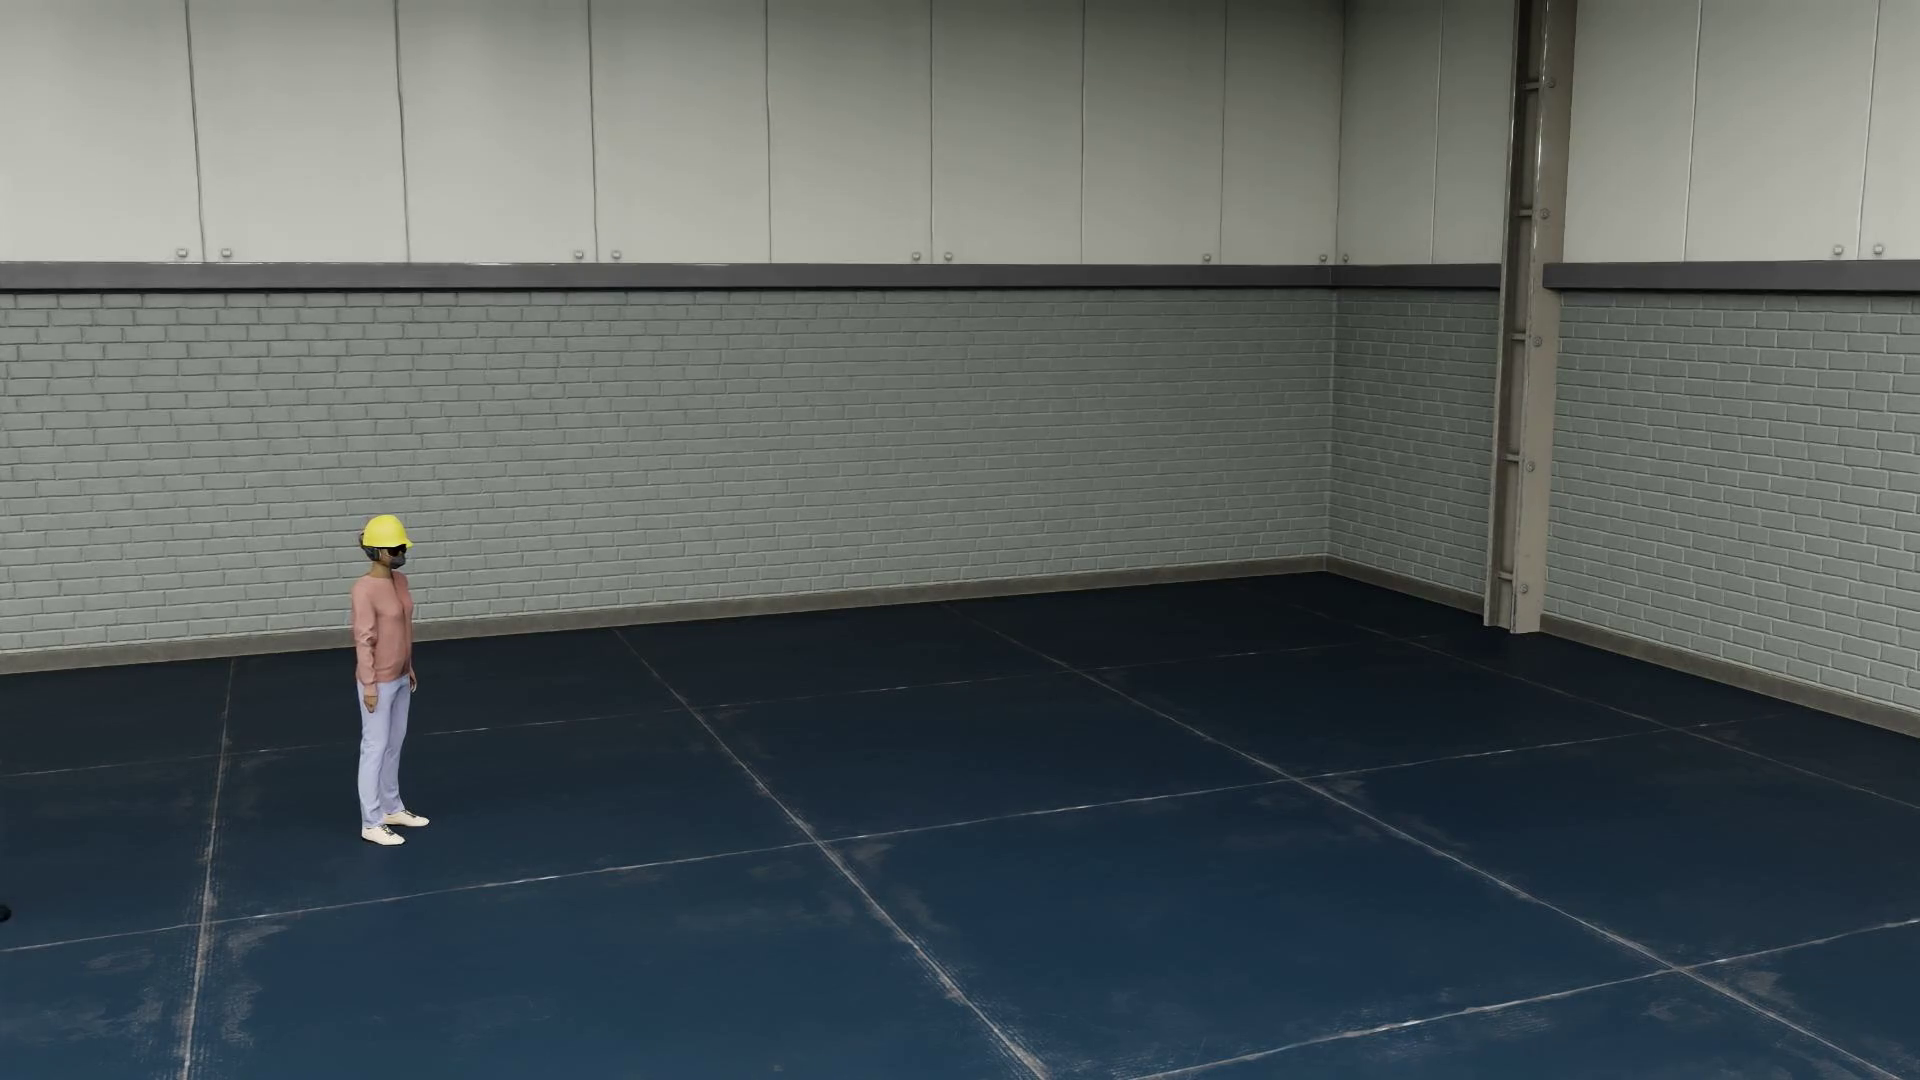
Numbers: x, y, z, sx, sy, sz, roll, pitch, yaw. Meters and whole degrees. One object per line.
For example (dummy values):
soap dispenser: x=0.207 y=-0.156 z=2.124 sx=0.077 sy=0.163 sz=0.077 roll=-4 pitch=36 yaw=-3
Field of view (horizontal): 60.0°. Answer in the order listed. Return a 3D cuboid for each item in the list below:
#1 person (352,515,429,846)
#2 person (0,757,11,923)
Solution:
person: x=-3.059 y=0.739 z=8.938 sx=0.326 sy=1.767 sz=0.533 roll=1 pitch=9 yaw=6
person: x=-4.602 y=0.867 z=7.649 sx=0.571 sy=1.920 sz=0.421 roll=7 pitch=12 yaw=39
